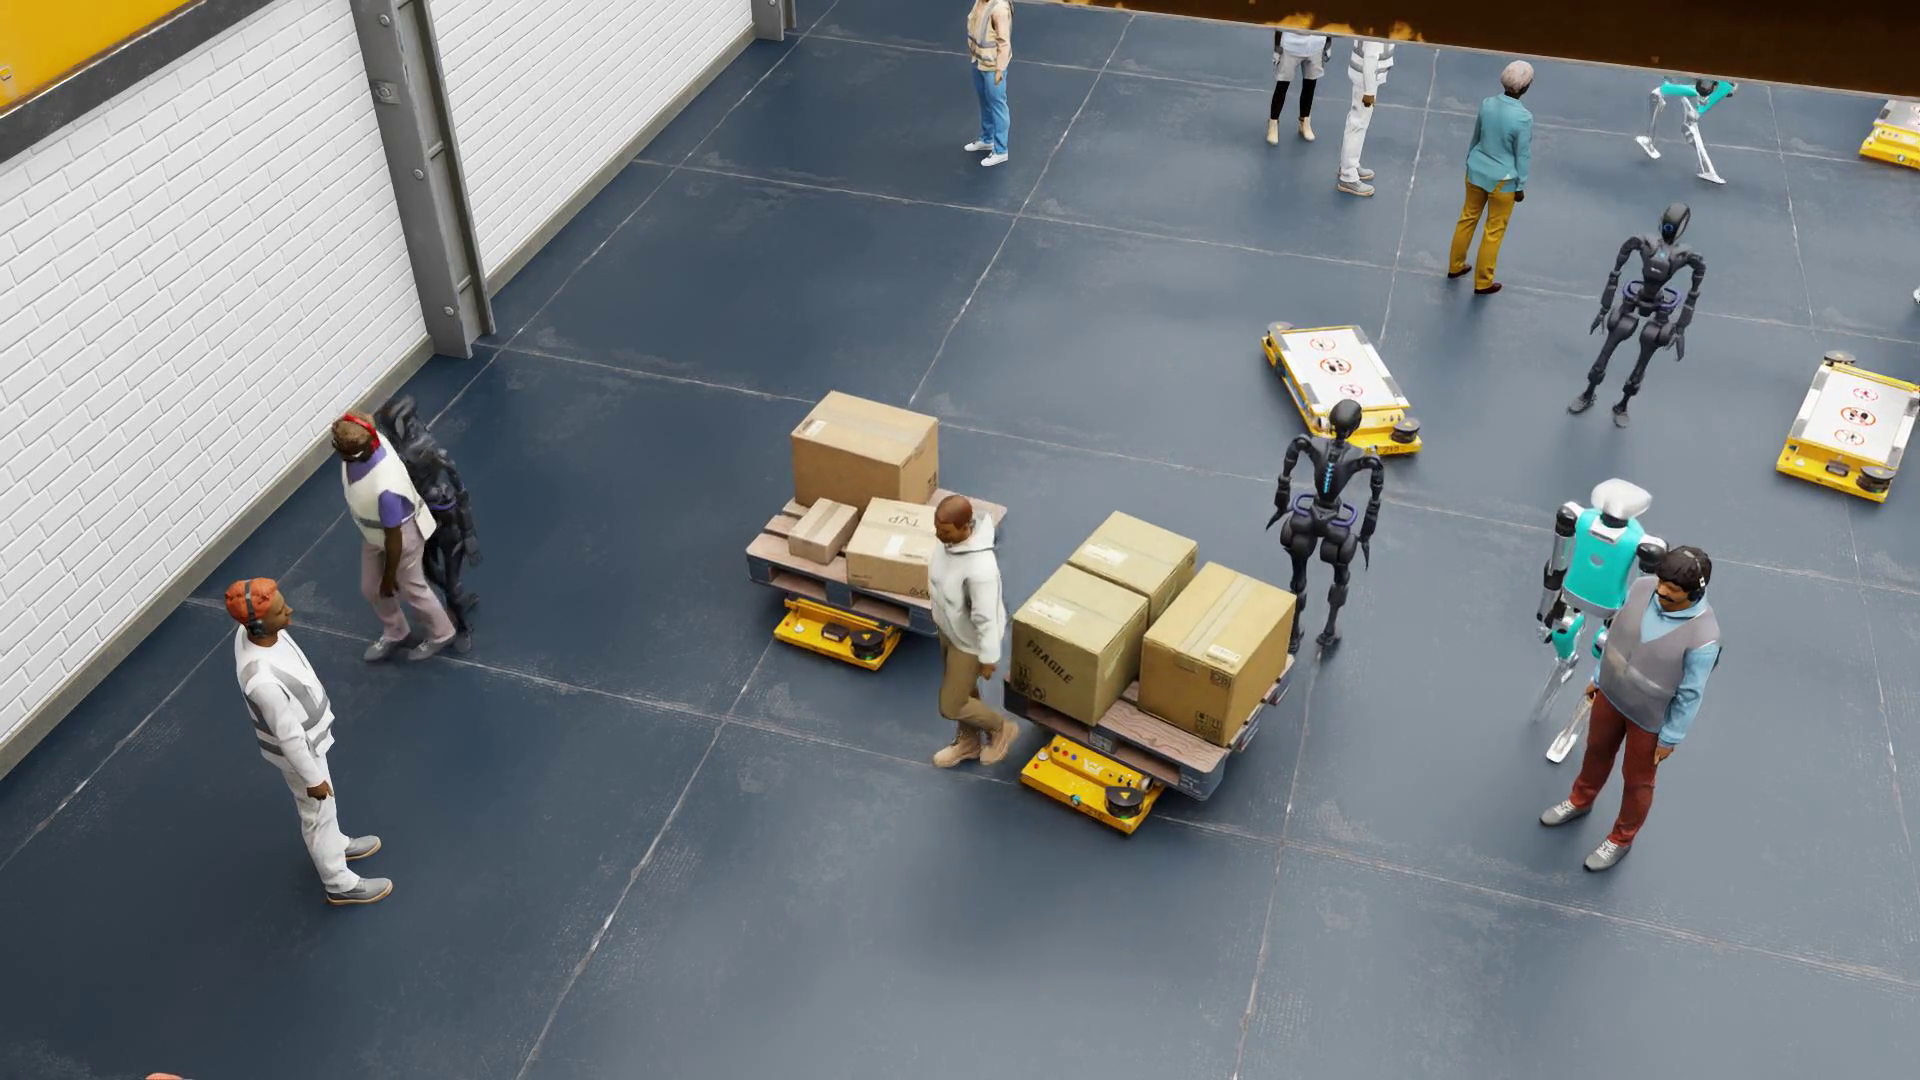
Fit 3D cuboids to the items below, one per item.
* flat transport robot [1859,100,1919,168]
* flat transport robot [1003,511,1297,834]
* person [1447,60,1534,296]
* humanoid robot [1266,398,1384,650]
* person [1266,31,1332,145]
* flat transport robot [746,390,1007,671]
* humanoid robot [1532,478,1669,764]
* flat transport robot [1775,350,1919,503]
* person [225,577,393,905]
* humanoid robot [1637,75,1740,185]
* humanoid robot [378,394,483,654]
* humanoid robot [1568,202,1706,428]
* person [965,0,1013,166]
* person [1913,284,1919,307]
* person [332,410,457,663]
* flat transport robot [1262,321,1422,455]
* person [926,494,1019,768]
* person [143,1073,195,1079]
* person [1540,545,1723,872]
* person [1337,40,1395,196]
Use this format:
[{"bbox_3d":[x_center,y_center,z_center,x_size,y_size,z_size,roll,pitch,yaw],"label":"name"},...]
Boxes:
[{"bbox_3d":[8.377,-3.612,14.497,0.659,0.231,1.431,24,45,27],"label":"flat transport robot"},{"bbox_3d":[0.978,0.929,8.849,0.659,0.231,1.431,23,44,26],"label":"flat transport robot"},{"bbox_3d":[3.892,-2.628,12.098,0.342,1.750,0.527,-23,44,-25],"label":"person"},{"bbox_3d":[1.940,-0.077,8.972,0.592,1.656,0.341,16,41,19],"label":"humanoid robot"},{"bbox_3d":[2.881,-4.146,14.035,0.543,1.685,0.323,-7,39,-8],"label":"person"},{"bbox_3d":[-0.459,0.183,9.777,0.659,0.231,1.431,16,42,19],"label":"flat transport robot"},{"bbox_3d":[3.229,0.406,8.397,0.545,1.882,0.680,30,48,32],"label":"humanoid robot"},{"bbox_3d":[5.889,-0.766,10.957,0.659,0.231,1.431,22,44,25],"label":"flat transport robot"},{"bbox_3d":[-2.988,0.920,7.574,0.356,1.882,0.574,-16,41,-18],"label":"person"},{"bbox_3d":[6.053,-3.849,13.657,0.538,1.768,1.025,-24,45,-27],"label":"humanoid robot"},{"bbox_3d":[-2.840,-0.134,9.062,0.606,1.650,0.422,16,42,19],"label":"humanoid robot"},{"bbox_3d":[4.398,-1.441,10.683,0.601,1.643,0.373,20,43,23],"label":"humanoid robot"},{"bbox_3d":[0.254,-3.965,13.772,0.366,1.727,0.496,-15,41,-18],"label":"person"},{"bbox_3d":[7.333,-2.391,11.890,0.508,1.630,0.312,11,40,13],"label":"person"},{"bbox_3d":[-3.028,0.012,8.767,0.571,1.793,0.656,-28,46,-30],"label":"person"},{"bbox_3d":[2.575,-1.048,11.307,0.659,0.231,1.431,-5,39,-7],"label":"flat transport robot"},{"bbox_3d":[0.022,0.477,8.220,0.445,1.750,0.563,-16,42,-19],"label":"person"},{"bbox_3d":[-2.472,2.437,5.644,0.551,1.934,0.362,1,39,2],"label":"person"},{"bbox_3d":[3.193,0.764,7.778,0.412,1.873,0.538,-17,42,-20],"label":"person"},{"bbox_3d":[3.287,-3.709,13.330,0.356,1.884,0.574,8,40,10],"label":"person"}]
